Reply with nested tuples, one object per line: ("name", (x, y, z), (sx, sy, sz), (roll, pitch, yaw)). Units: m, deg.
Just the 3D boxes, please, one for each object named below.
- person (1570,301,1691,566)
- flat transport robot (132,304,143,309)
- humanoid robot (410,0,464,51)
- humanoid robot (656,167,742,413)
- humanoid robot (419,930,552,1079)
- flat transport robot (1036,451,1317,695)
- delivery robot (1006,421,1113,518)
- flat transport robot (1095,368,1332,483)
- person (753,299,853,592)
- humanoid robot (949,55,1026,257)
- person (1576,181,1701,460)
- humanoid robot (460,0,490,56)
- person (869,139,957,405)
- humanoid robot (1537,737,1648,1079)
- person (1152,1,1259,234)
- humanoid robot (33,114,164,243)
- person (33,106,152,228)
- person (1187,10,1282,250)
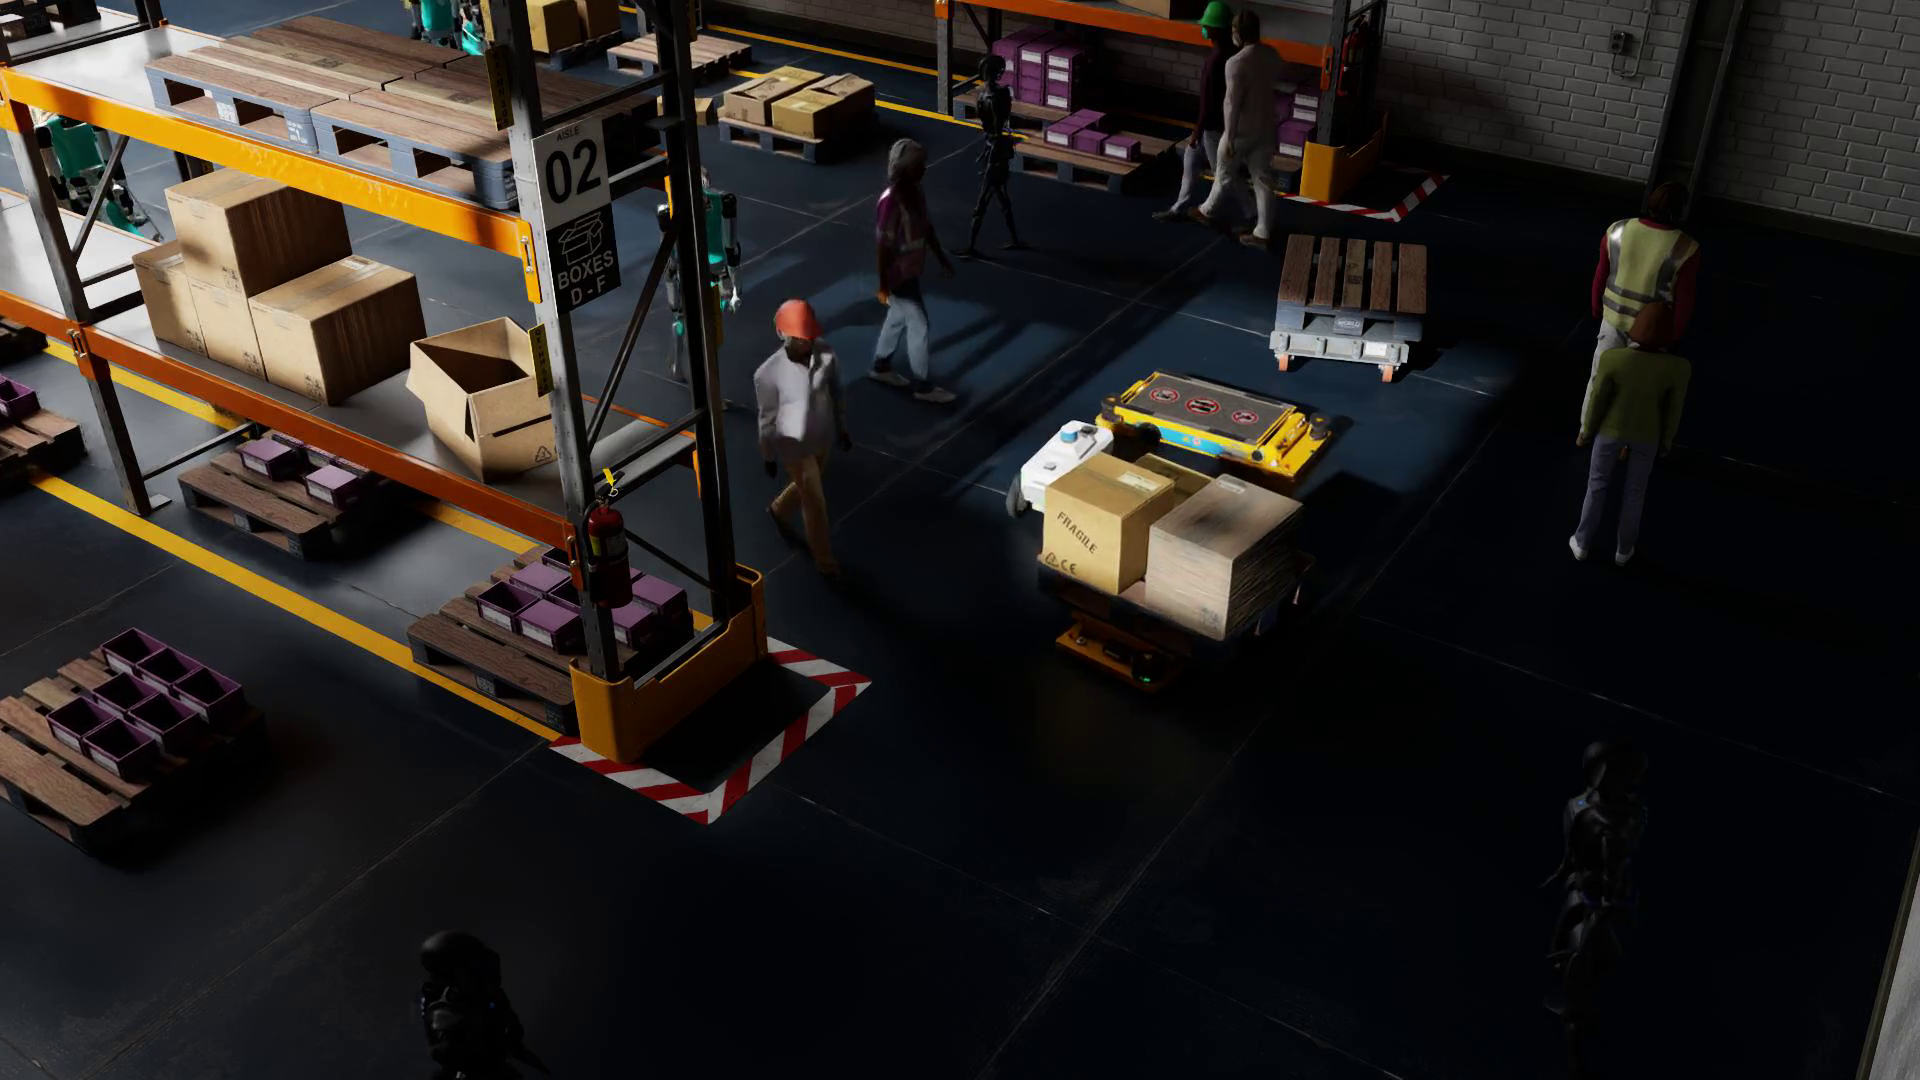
("person", (3.830, -0.602, 9.545), (0.506, 1.631, 0.275), (9, 34, 14))
("flat transport robot", (-5.589, -1.647, 12.404), (1.431, 0.231, 0.659), (20, 38, 28))
("humanoid robot", (-5.024, -4.610, 15.643), (0.935, 1.753, 0.535), (25, 40, 33))
("humanoid robot", (-1.816, -1.707, 11.225), (0.548, 1.853, 0.845), (-17, 37, -24))
("humanoid robot", (-1.604, 1.910, 5.651), (0.387, 1.649, 0.602), (3, 33, 4))
("flat transport robot", (1.226, 0.348, 9.338), (0.659, 0.231, 1.431), (25, 40, 33))
("delivery robot", (0.654, -0.411, 10.259), (0.499, 0.613, 0.816), (17, 37, 24))
("flat transport robot", (1.685, -0.778, 11.068), (1.431, 0.231, 0.659), (19, 38, 27))
("person", (-0.904, -0.600, 9.458), (0.816, 1.723, 0.562), (26, 41, 34))
("humanoid robot", (0.224, -3.070, 13.323), (0.714, 1.628, 0.601), (-2, 33, -3))
("person", (4.315, -1.394, 10.575), (0.633, 1.841, 0.429), (28, 42, 35))
("humanoid robot", (-4.741, -4.942, 16.137), (1.005, 1.710, 0.550), (26, 41, 34))
("person", (-0.345, -1.827, 11.264), (0.675, 1.825, 0.527), (11, 35, 16))
("humanoid robot", (2.447, 1.415, 6.409), (0.377, 1.641, 0.601), (6, 34, 9))
("person", (2.154, -3.466, 13.683), (0.937, 1.892, 0.490), (9, 34, 13))
("humanoid robot", (-6.204, -2.316, 12.202), (0.695, 1.903, 0.540), (21, 39, 29))
("person", (-7.268, -3.349, 13.698), (0.881, 1.698, 0.570), (-7, 34, -11))
("person", (2.287, -3.352, 13.547), (0.638, 1.867, 0.988), (-22, 39, -30))
